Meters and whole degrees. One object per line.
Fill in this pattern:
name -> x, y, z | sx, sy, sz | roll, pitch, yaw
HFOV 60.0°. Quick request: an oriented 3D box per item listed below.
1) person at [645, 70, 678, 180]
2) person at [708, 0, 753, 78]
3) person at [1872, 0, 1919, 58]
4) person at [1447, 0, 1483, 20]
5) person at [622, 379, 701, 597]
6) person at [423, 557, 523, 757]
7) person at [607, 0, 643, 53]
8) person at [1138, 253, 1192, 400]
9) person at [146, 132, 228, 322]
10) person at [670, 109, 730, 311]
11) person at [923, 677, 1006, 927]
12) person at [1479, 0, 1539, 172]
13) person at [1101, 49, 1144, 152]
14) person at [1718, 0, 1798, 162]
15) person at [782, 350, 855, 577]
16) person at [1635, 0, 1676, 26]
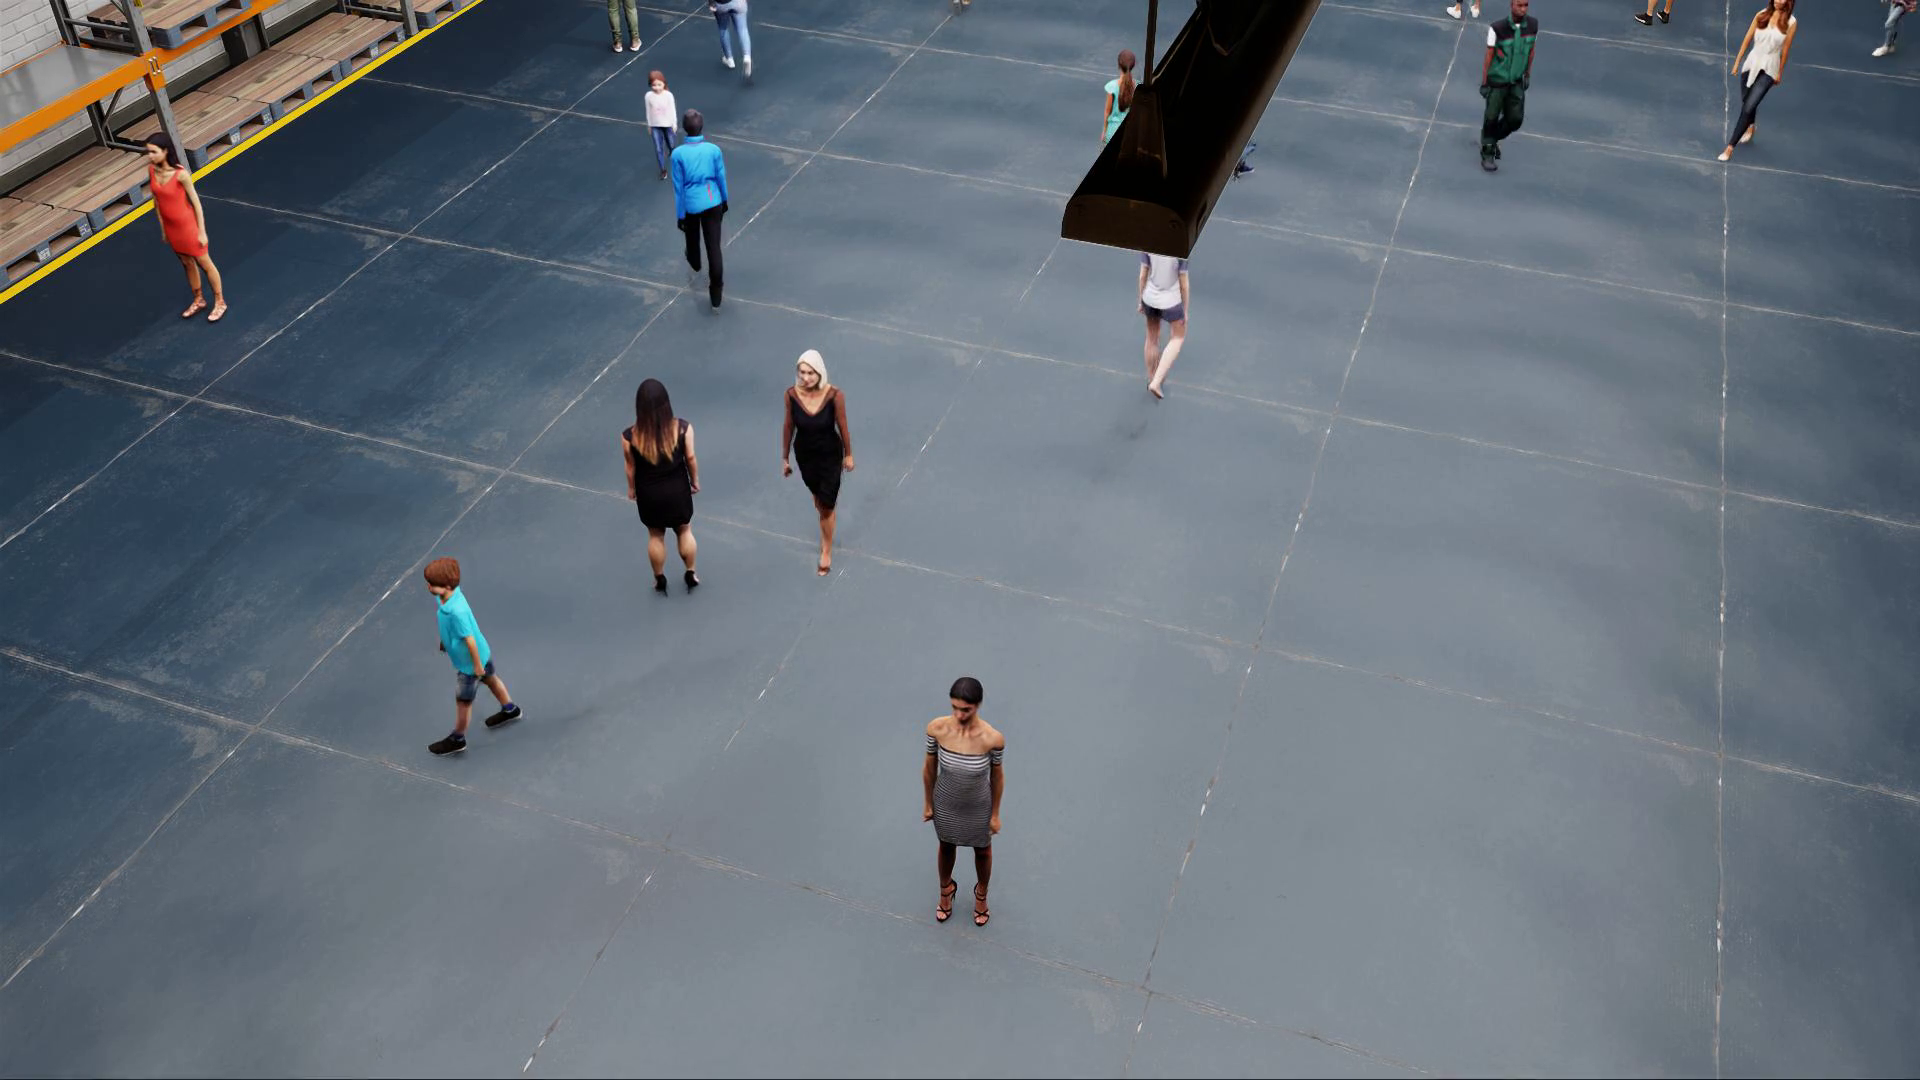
person -> -2.997, -4.213, 16.730 | 0.583, 1.101, 0.724 | -1, 39, -2
person -> -2.533, -5.956, 18.508 | 1.011, 1.607, 1.087 | -15, 41, -18
person -> 10.865, -6.201, 19.068 | 0.696, 1.290, 0.625 | -4, 39, -5
person -> 6.176, -7.141, 19.829 | 0.671, 1.809, 0.646 | -4, 39, -5
person -> -2.020, -0.329, 11.378 | 0.747, 1.711, 0.780 | -10, 40, -12
person -> -2.992, 0.672, 10.355 | 0.921, 1.422, 0.854 | -17, 42, -21
person -> -3.922, -6.455, 19.096 | 0.644, 1.651, 0.662 | -6, 39, -7
person -> 1.596, -1.868, 13.268 | 0.625, 1.757, 0.796 | 18, 42, 21
person -> -6.693, -2.708, 14.351 | 0.584, 1.718, 0.530 | 11, 40, 14
person -> -2.236, -2.836, 14.488 | 1.073, 1.747, 1.232 | -10, 40, -13
person -> 0.026, 1.438, 9.075 | 0.626, 1.823, 0.582 | 6, 39, 8
person -> 5.429, -4.640, 16.680 | 0.857, 1.832, 0.892 | -7, 39, -9
person -> 1.565, -3.939, 16.025 | 0.661, 1.553, 0.712 | -5, 39, -6
person -> 8.167, -4.779, 16.920 | 0.909, 1.749, 1.188 | 31, 48, 33
person -> -0.970, -0.634, 11.750 | 0.681, 1.722, 0.836 | 9, 40, 11
person -> 8.452, -6.991, 19.722 | 0.704, 1.708, 0.711 | -8, 39, -10
